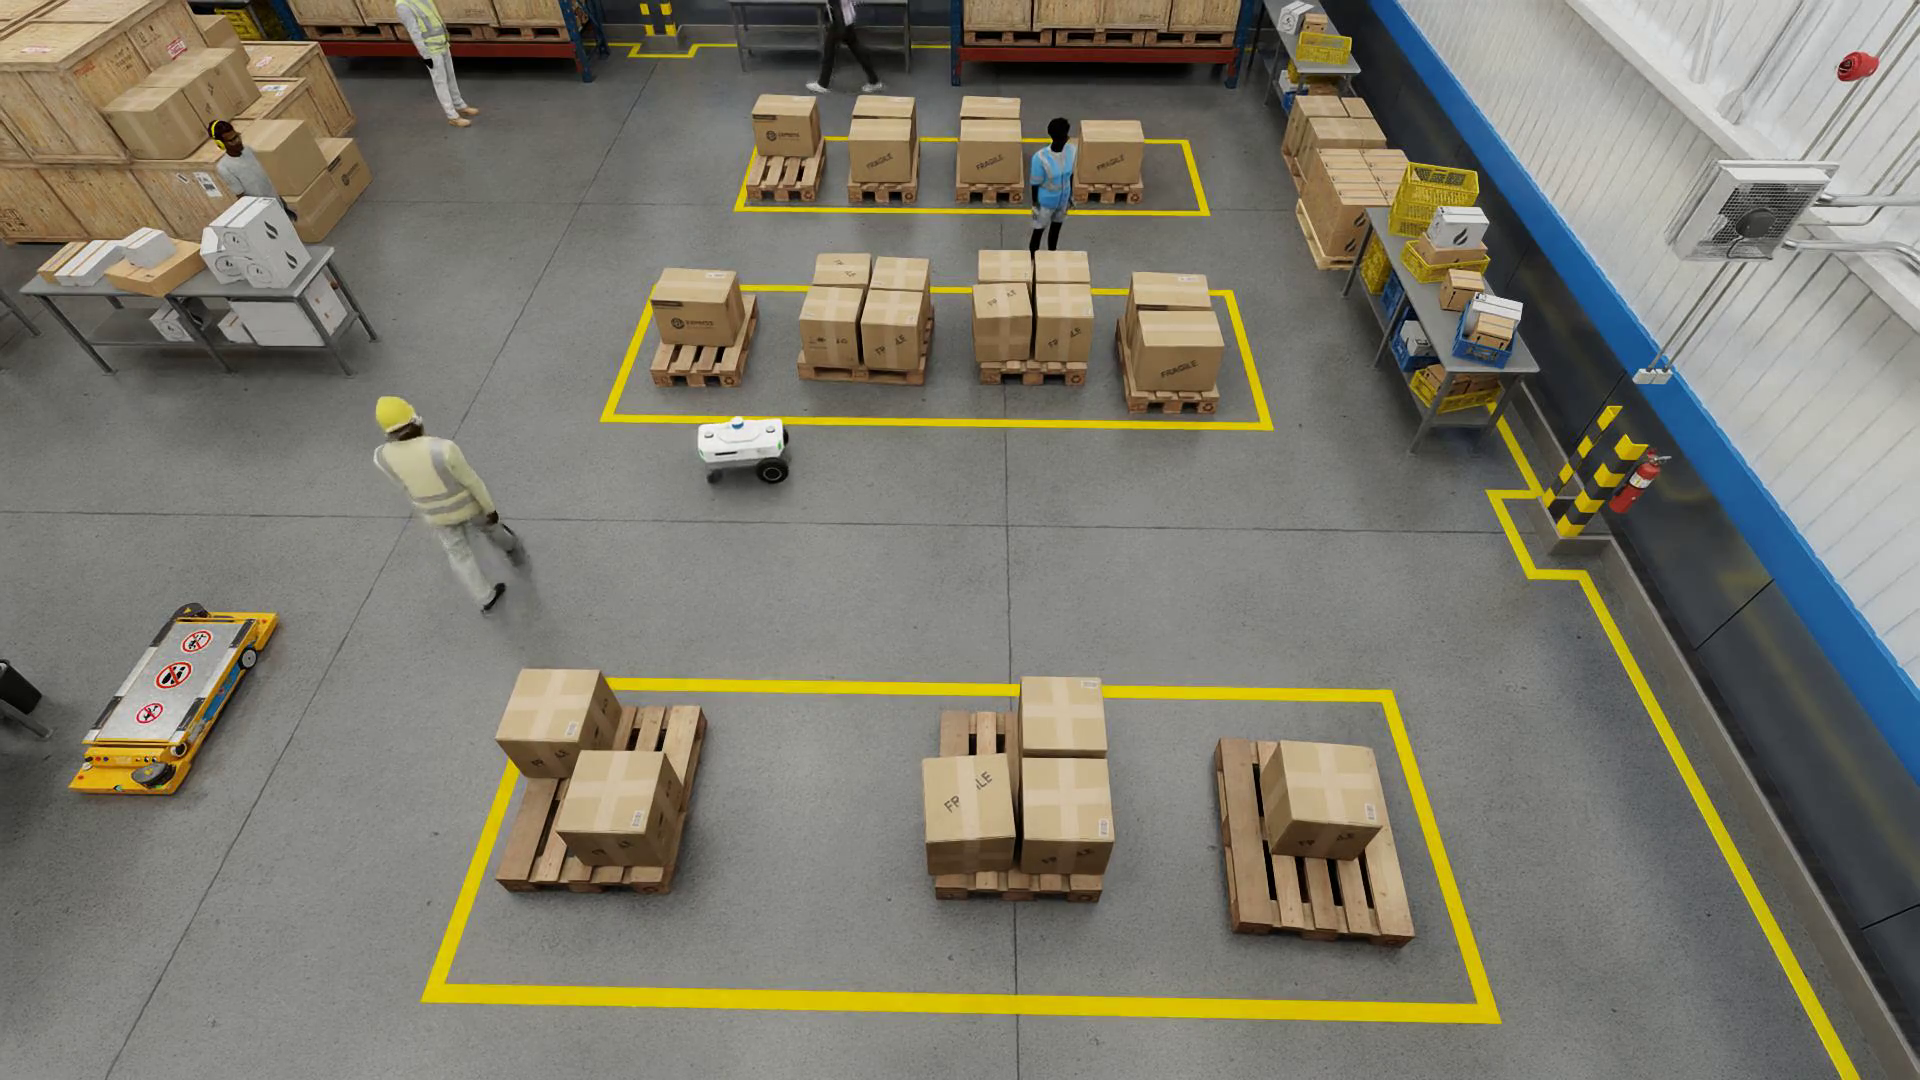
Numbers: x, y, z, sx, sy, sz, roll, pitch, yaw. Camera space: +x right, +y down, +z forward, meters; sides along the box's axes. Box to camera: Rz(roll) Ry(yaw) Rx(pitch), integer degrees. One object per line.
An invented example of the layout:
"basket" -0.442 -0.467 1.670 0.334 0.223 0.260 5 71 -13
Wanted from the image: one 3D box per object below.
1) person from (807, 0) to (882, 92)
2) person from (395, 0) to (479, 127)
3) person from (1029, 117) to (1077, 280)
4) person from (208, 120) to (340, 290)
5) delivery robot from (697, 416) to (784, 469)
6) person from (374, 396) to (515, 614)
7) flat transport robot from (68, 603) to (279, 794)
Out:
"person" -1.583 -6.891 12.148 1.035 1.866 0.598 7 50 6
"person" -6.650 -6.246 11.612 0.429 1.841 0.634 1 50 1
"person" 0.940 -3.477 9.362 0.540 1.695 0.317 -25 54 -20
"person" -6.766 -3.203 9.020 0.309 1.868 0.535 1 50 1
"delivery robot" -1.862 -0.843 7.818 0.707 0.478 0.477 -5 50 -4
"person" -3.663 -0.293 6.614 0.612 1.778 0.870 -8 50 -7
"flat transport robot" -5.504 1.072 6.442 0.652 0.197 1.431 1 50 1
